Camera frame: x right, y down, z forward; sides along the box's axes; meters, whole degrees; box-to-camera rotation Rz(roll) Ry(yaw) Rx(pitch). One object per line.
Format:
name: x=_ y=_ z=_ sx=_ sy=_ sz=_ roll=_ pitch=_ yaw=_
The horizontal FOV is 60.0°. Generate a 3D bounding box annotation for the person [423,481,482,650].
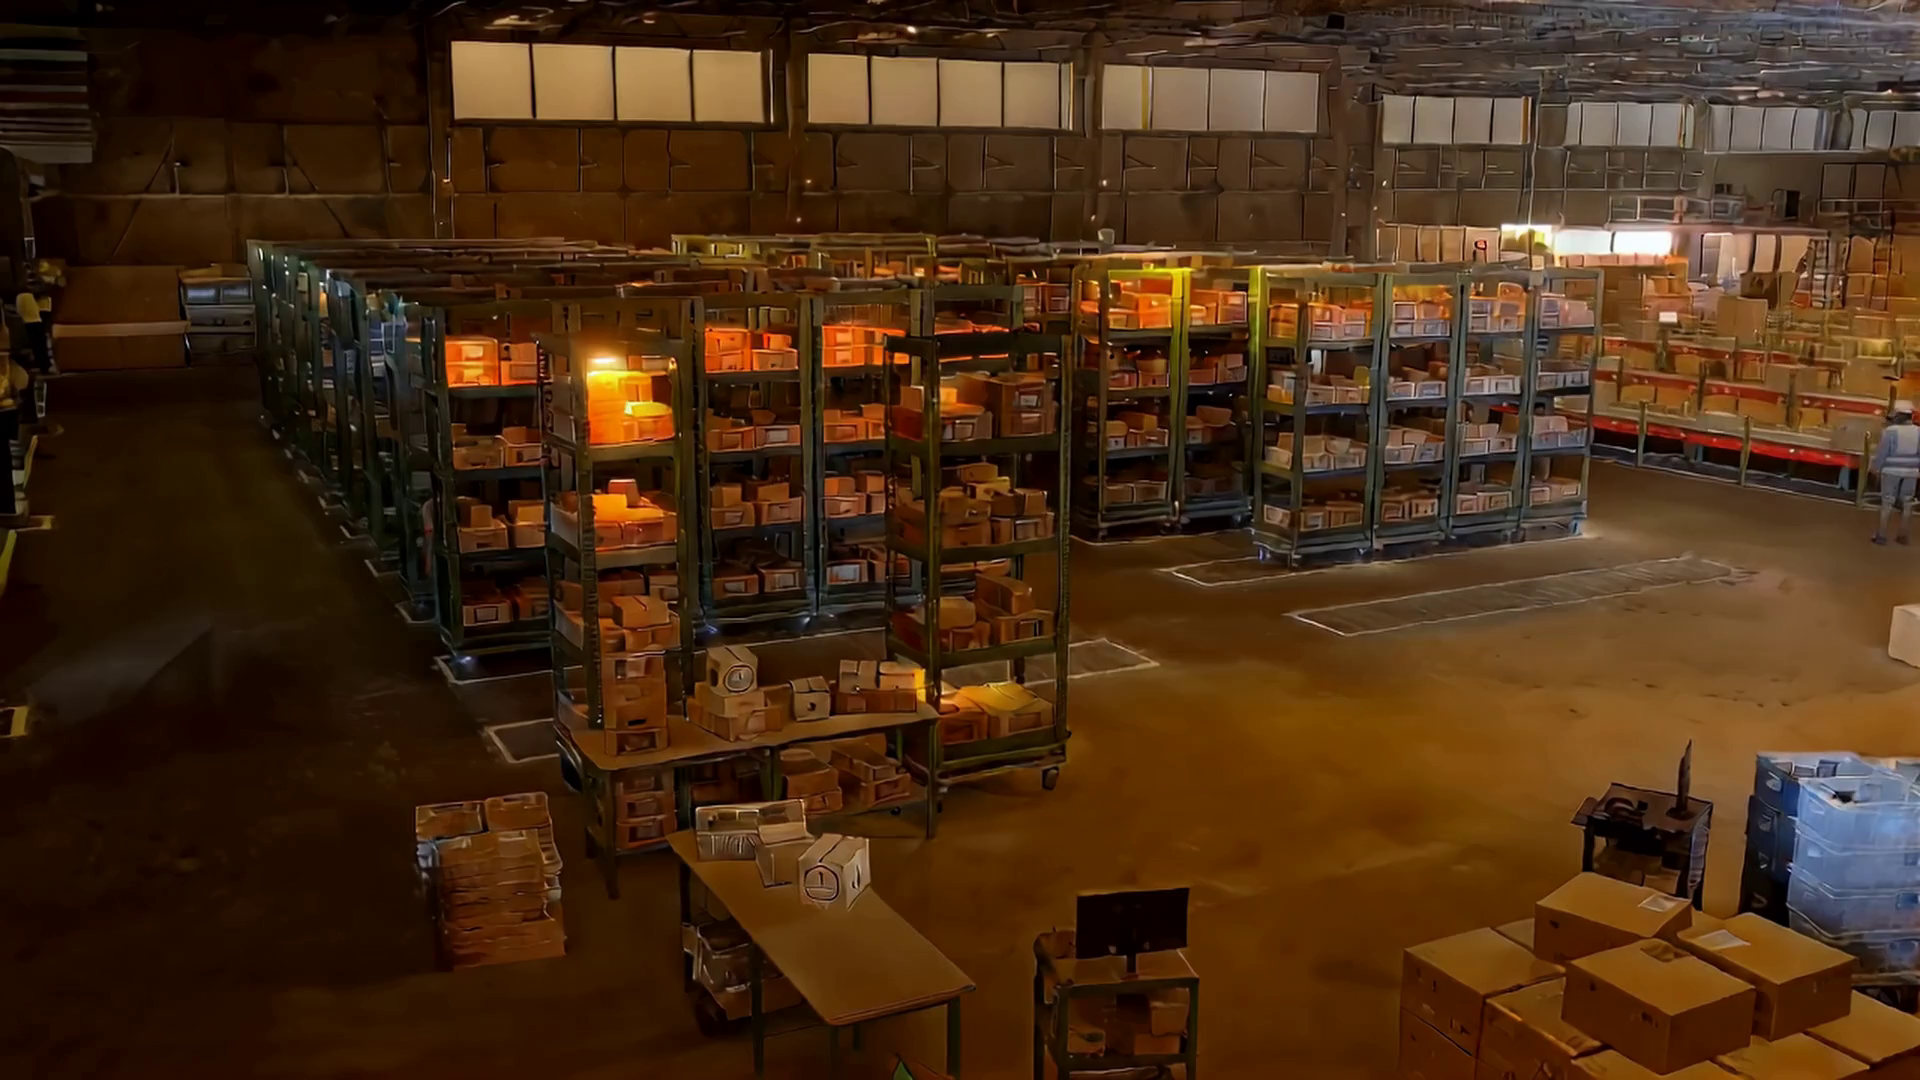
person: x=-5.200 y=0.188 z=17.084 sx=0.564 sy=1.838 sz=0.390 roll=-8 pitch=15 yaw=-35

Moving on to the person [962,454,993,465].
person: x=0.232 y=-0.925 z=22.328 sx=0.403 sy=1.823 sz=0.588 roll=-2 pitch=12 yaw=-8

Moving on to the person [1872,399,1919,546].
person: x=12.341 y=-0.881 z=21.864 sx=0.623 sy=1.941 sz=0.420 roll=1 pitch=12 yaw=3
